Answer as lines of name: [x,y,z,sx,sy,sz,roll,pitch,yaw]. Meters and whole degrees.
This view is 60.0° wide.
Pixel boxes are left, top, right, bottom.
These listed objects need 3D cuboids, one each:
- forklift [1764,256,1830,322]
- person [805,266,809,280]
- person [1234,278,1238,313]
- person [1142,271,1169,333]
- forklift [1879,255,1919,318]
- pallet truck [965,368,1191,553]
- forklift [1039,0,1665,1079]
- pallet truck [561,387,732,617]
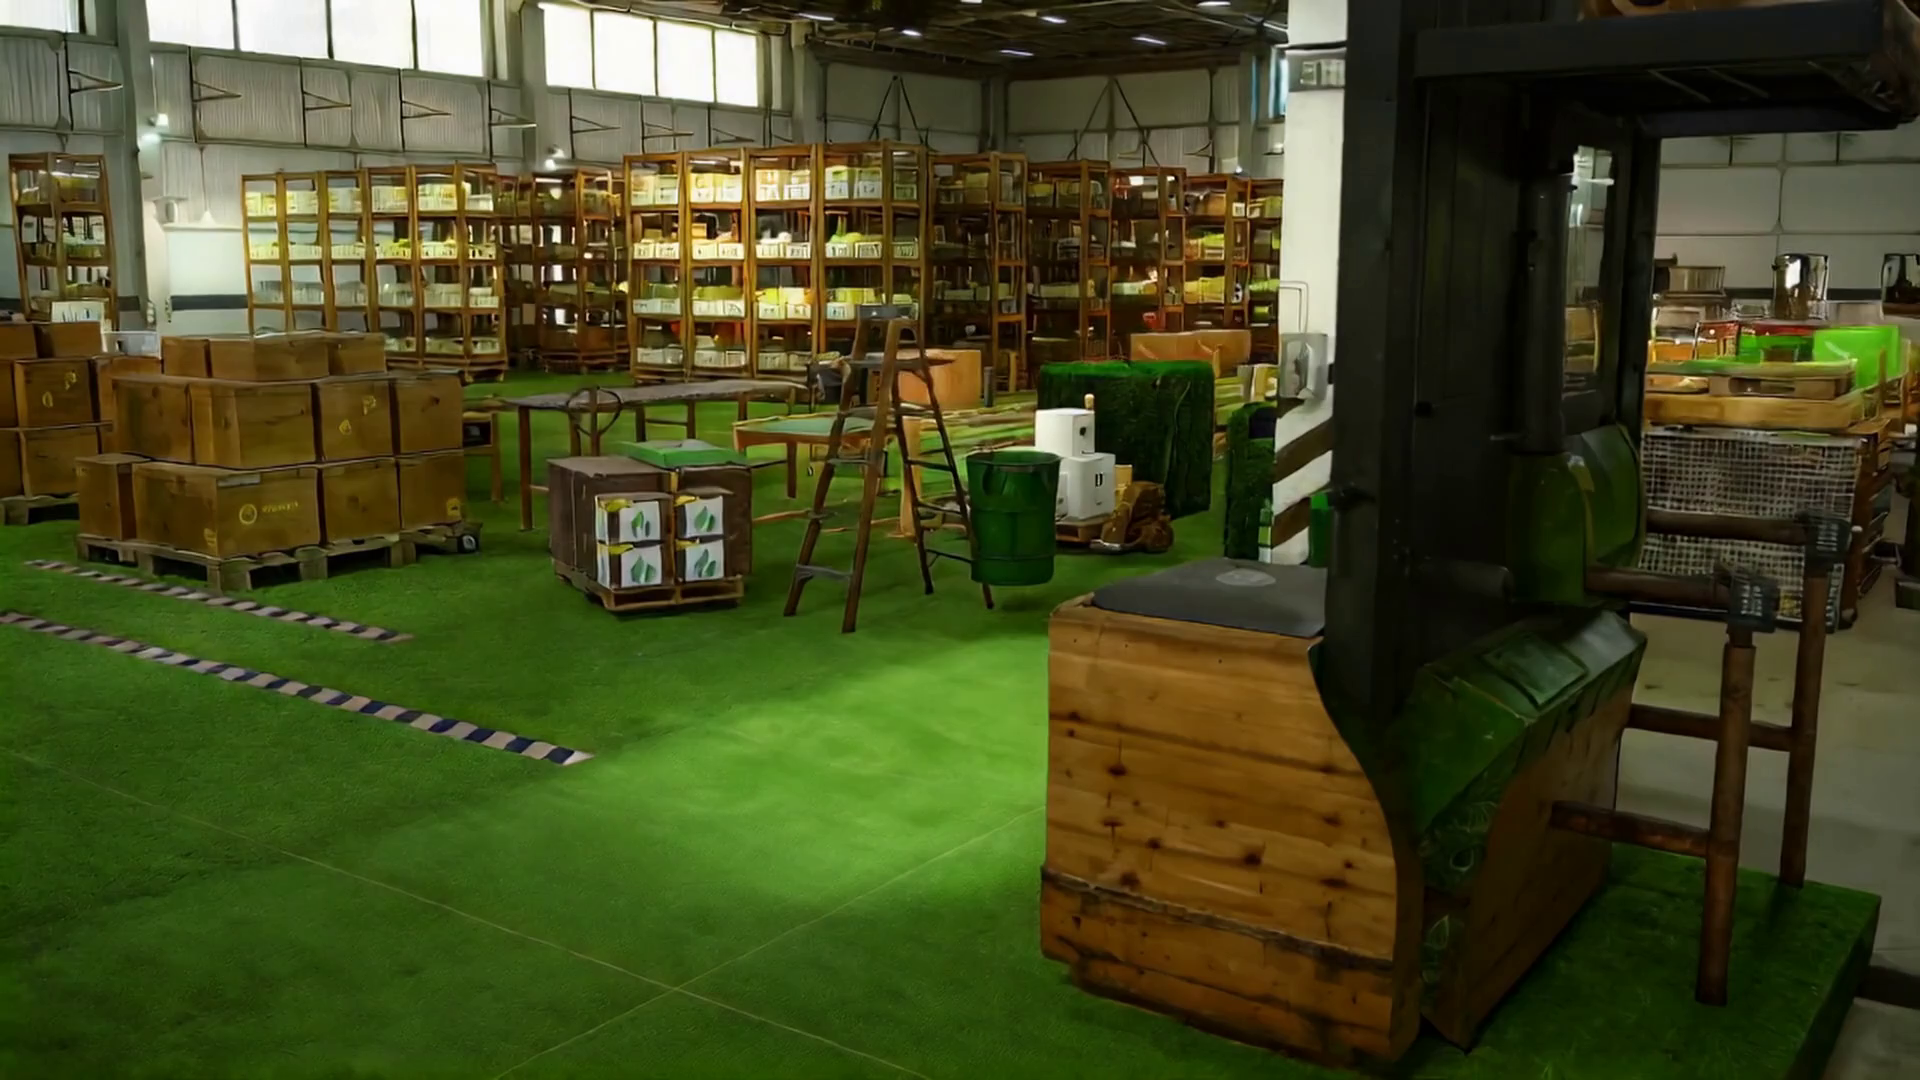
forklift: [20.253,-5.854,40.139,1.157,1.987,2.680,7,12,35]
person: [-3.444,-5.290,37.704,0.608,1.986,0.391,6,11,32]
person: [7.590,-6.394,44.814,0.603,1.803,0.453,2,10,14]
person: [3.772,-4.310,32.327,0.404,1.829,0.602,-9,13,-43]
forklift: [22.089,-5.634,38.796,1.157,1.987,2.680,6,11,33]
pallet truck: [0.845,-0.609,11.869,1.630,1.274,0.653,7,12,35]
forklift: [1.249,-0.137,4.360,1.873,2.768,1.129,7,12,35]
pallet truck: [-1.981,-0.274,10.088,0.680,1.201,1.601,-5,11,-28]
